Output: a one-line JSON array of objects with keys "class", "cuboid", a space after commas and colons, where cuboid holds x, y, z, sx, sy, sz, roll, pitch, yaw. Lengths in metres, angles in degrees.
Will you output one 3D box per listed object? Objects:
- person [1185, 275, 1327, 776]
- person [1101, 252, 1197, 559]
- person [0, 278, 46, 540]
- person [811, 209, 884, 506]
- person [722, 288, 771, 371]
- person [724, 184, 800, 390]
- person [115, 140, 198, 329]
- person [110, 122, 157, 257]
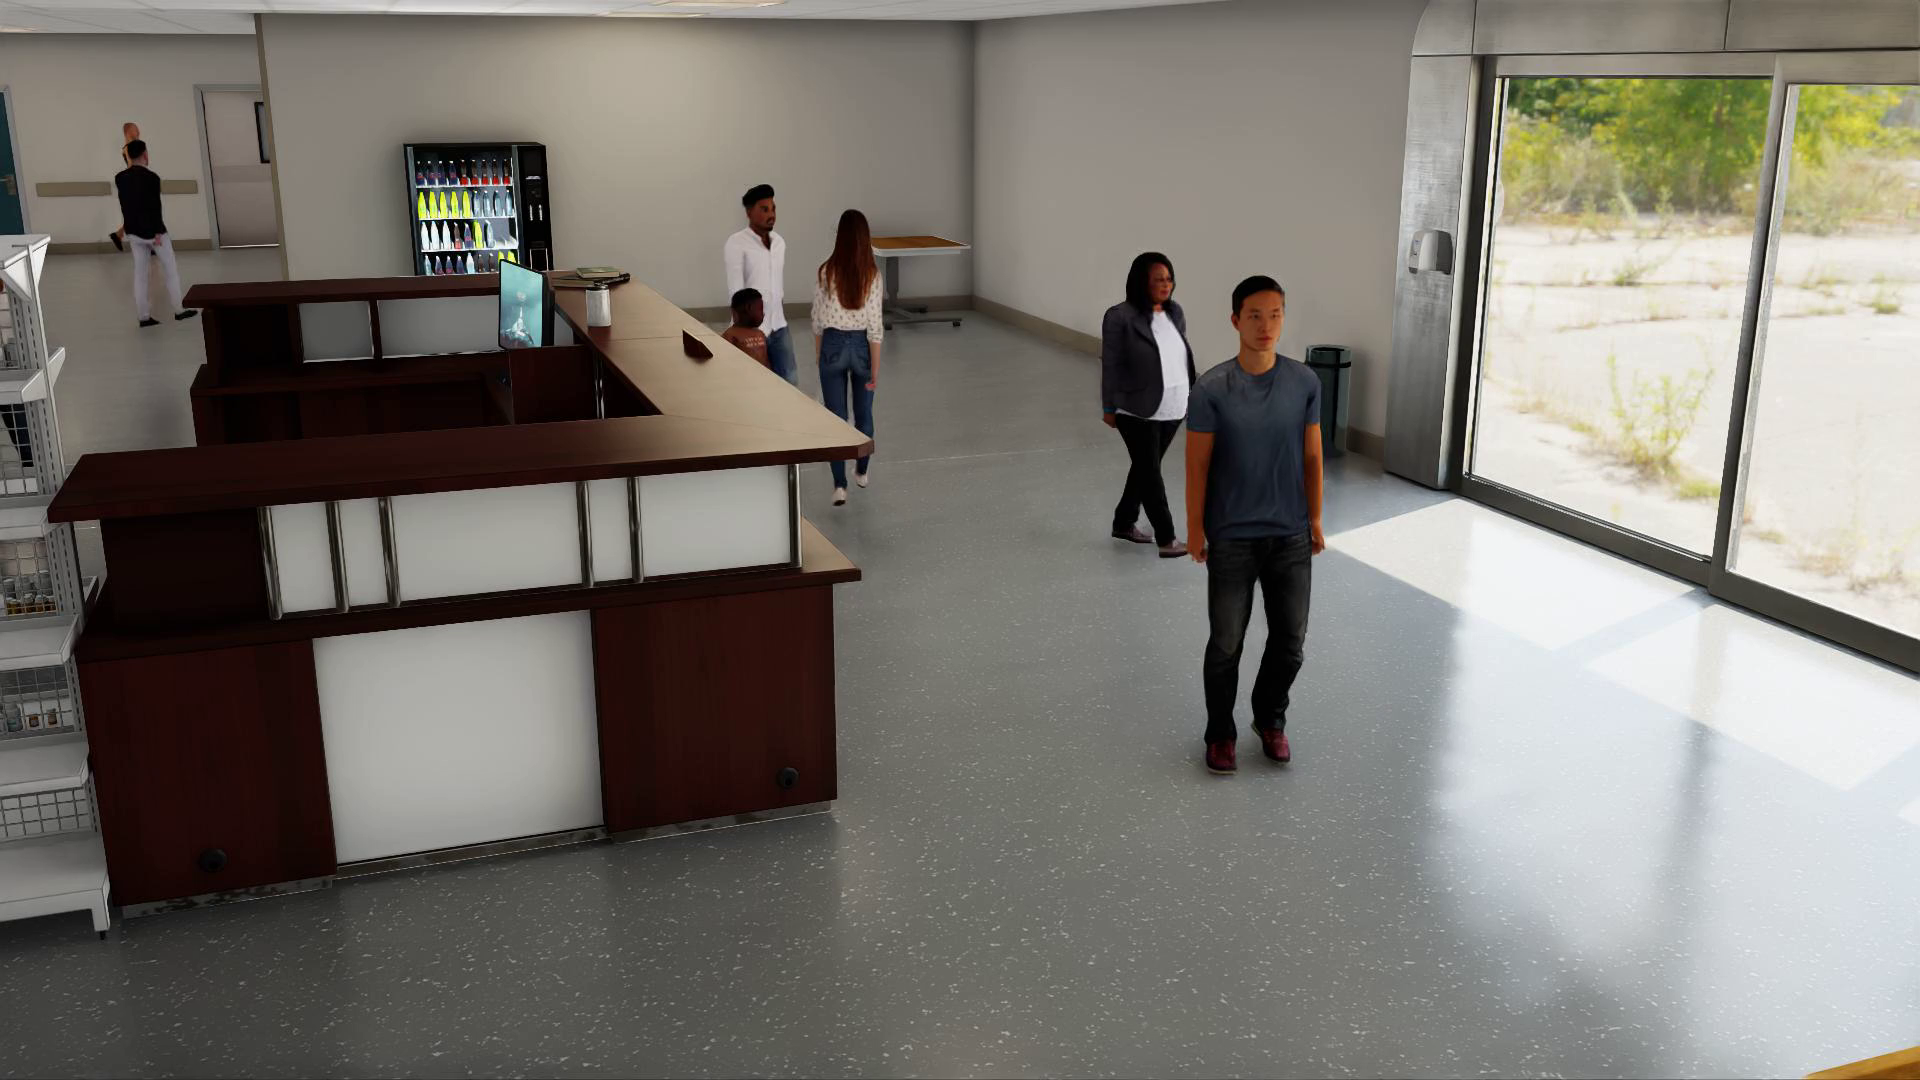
[{"class": "person", "cuboid": [1.069, -0.054, 6.014, 0.591, 1.806, 0.781, -2, 16, -8]}, {"class": "person", "cuboid": [0.943, -0.706, 8.765, 0.985, 1.568, 0.934, -14, 21, -40]}, {"class": "person", "cuboid": [-5.196, -0.879, 8.935, 0.515, 1.808, 0.677, -6, 17, -19]}, {"class": "person", "cuboid": [-0.658, -1.013, 9.633, 1.139, 1.689, 0.832, -1, 16, -5]}, {"class": "person", "cuboid": [-1.307, -0.887, 10.008, 0.576, 1.241, 0.684, -10, 18, -31]}, {"class": "person", "cuboid": [-1.373, -1.376, 10.767, 1.195, 1.772, 1.048, -15, 22, -43]}, {"class": "person", "cuboid": [-8.115, -3.005, 16.461, 1.029, 1.816, 0.996, 2, 16, 8]}, {"class": "person", "cuboid": [-11.417, -4.816, 22.918, 0.968, 1.799, 0.704, -7, 17, -23]}]
